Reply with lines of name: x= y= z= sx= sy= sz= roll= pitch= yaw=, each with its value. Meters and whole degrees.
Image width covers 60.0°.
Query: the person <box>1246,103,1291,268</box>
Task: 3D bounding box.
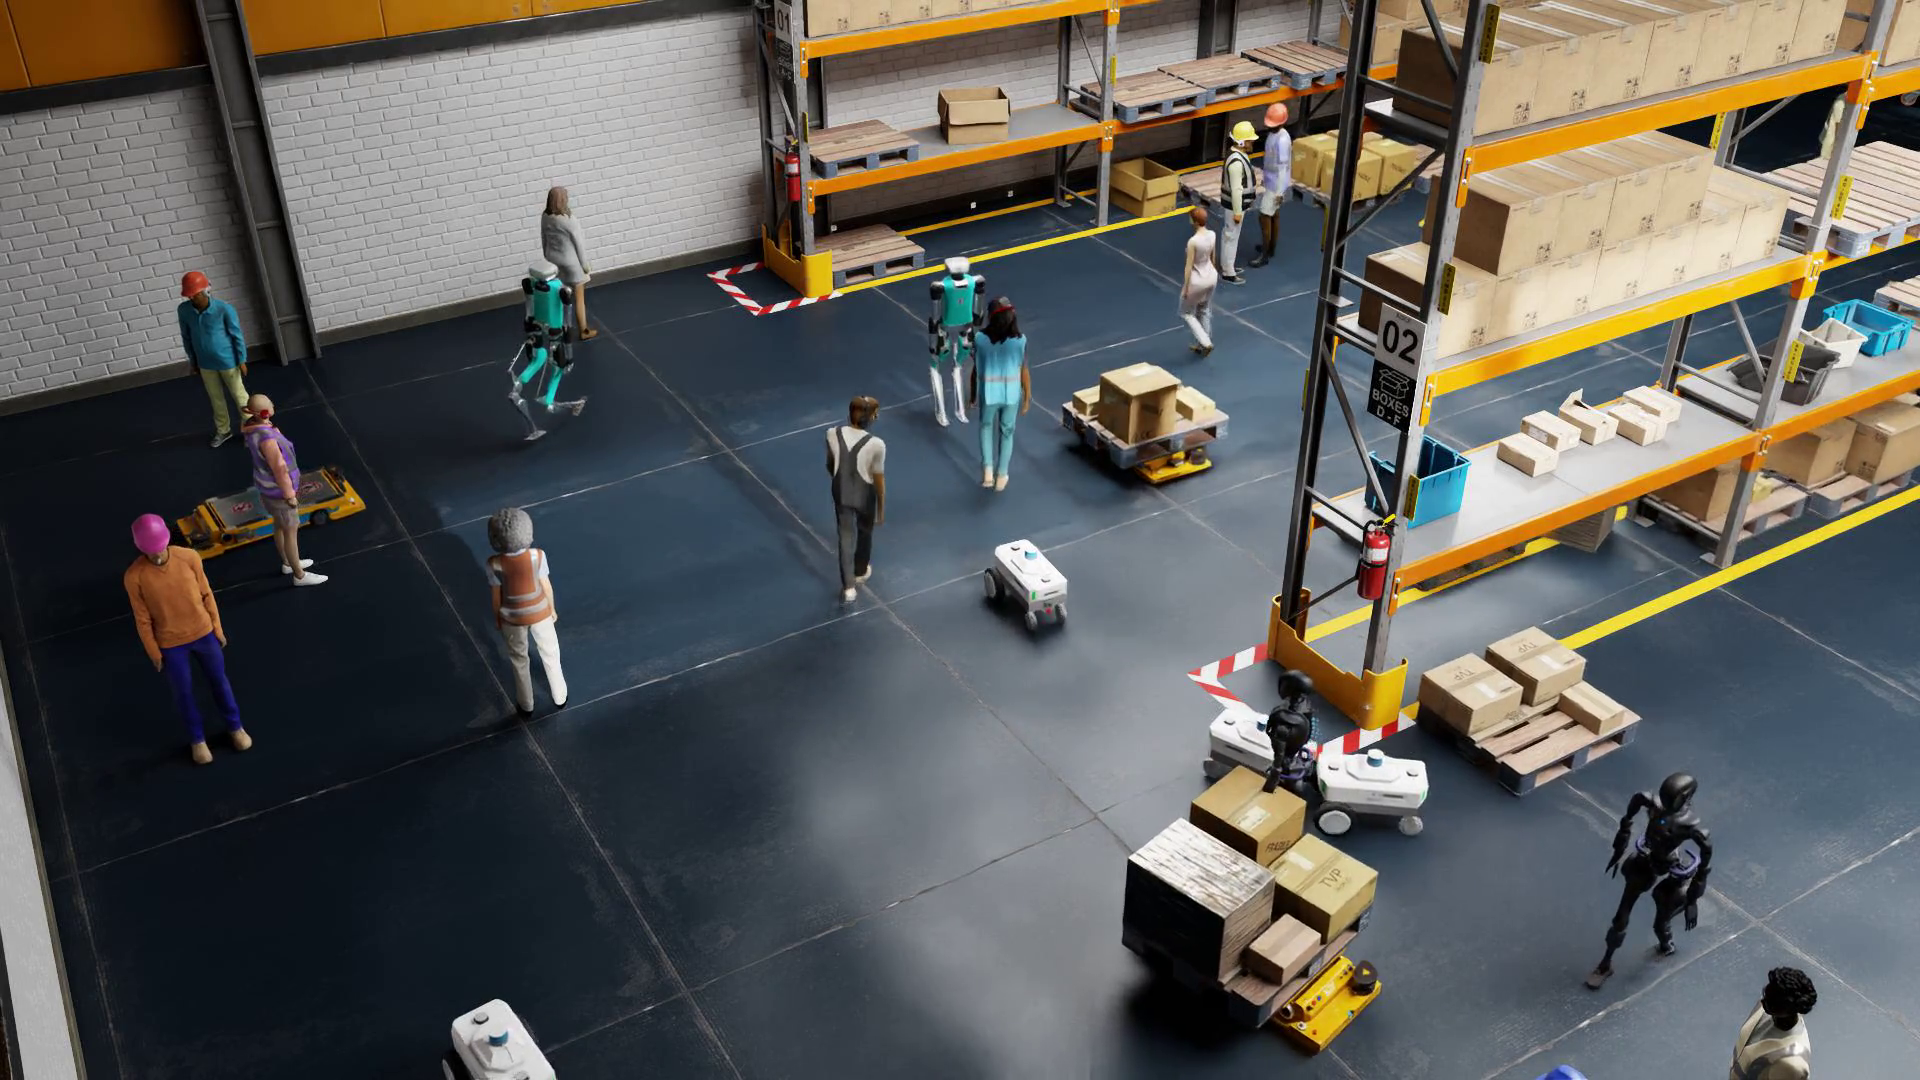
person: x=3.543 y=-4.089 z=19.080 sx=0.448 sy=1.910 sz=0.675 roll=1 pitch=32 yaw=2

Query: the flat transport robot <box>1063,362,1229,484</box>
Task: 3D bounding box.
flat transport robot: x=1.666 y=-0.972 z=15.635 sx=0.659 sy=0.231 sz=1.431 roll=-17 pitch=36 yaw=-25

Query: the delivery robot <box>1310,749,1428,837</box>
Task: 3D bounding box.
delivery robot: x=2.736 y=1.664 z=11.160 sx=0.789 sy=0.593 sz=0.499 roll=4 pitch=32 yaw=6

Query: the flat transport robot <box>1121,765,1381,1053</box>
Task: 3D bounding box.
flat transport robot: x=1.769 y=2.494 z=10.107 sx=1.431 sy=0.231 sz=0.659 roll=27 pitch=41 yaw=36

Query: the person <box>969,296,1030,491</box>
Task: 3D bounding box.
person: x=0.350 y=-1.264 z=14.605 sx=0.551 sy=1.854 sz=0.438 roll=2 pitch=32 yaw=4

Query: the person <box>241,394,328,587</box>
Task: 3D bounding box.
person: x=-5.479 y=-0.403 z=13.384 sx=0.345 sy=1.694 sz=0.482 roll=-23 pitch=39 yaw=-31

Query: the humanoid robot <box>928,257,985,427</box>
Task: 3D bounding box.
humanoid robot: x=-0.096 y=-1.919 z=15.718 sx=0.531 sy=1.744 sz=0.697 roll=-10 pitch=34 yaw=-16

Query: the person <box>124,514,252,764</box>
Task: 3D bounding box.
person: x=-5.337 y=0.662 z=11.430 sx=0.516 sy=1.974 sz=0.398 roll=-23 pitch=39 yaw=-32

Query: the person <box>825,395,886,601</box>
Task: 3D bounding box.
person: x=-0.813 y=-0.334 z=13.194 sx=0.515 sy=1.810 sz=0.657 roll=6 pitch=33 yaw=9

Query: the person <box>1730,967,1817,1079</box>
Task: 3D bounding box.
person: x=3.983 y=2.779 z=8.314 sx=0.320 sy=1.690 sz=0.532 roll=5 pitch=32 yaw=8

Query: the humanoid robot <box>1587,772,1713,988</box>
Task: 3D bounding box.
humanoid robot: x=4.082 y=1.937 z=9.722 sx=0.690 sy=1.622 sz=0.612 roll=-22 pitch=38 yaw=-31

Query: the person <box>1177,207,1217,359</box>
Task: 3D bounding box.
person: x=2.473 y=-2.591 z=16.918 sx=0.477 sy=1.642 sz=0.440 roll=-23 pitch=39 yaw=-32

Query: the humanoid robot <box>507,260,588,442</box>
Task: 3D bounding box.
humanoid robot: x=-3.880 y=-1.685 z=15.389 sx=0.562 sy=1.734 sz=1.037 roll=14 pitch=35 yaw=21

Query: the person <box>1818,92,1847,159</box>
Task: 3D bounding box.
person: x=10.818 y=-4.780 z=20.256 sx=0.569 sy=1.810 sz=0.868 roll=-21 pitch=38 yaw=-30

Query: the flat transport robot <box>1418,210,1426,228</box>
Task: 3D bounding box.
flat transport robot: x=6.298 y=-4.070 z=20.574 sx=0.659 sy=0.231 sz=1.431 roll=23 pitch=39 yaw=32

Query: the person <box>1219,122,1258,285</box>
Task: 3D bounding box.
person: x=3.114 y=-3.793 z=18.661 sx=0.404 sy=1.833 sz=0.589 roll=3 pitch=32 yaw=5

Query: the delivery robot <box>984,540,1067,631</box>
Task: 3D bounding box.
delivery robot: x=0.555 y=0.317 z=13.315 sx=0.499 sy=0.601 sz=0.805 roll=-14 pitch=35 yaw=-21

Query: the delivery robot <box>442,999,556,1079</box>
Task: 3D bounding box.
delivery robot: x=-2.505 y=2.896 z=9.189 sx=0.525 sy=0.587 sz=0.738 roll=-22 pitch=38 yaw=-31

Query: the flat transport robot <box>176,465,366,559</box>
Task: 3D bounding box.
flat transport robot: x=-6.003 y=-0.253 z=14.488 sx=1.431 sy=0.231 sz=0.659 roll=-21 pitch=38 yaw=-29

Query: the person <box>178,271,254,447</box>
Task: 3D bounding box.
person: x=-6.862 y=-1.663 z=15.337 sx=0.564 sy=1.750 sz=0.340 roll=3 pitch=32 yaw=4

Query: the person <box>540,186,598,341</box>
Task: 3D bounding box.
person: x=-4.110 y=-2.898 z=17.393 sx=0.496 sy=1.659 sz=0.337 roll=11 pitch=34 yaw=17

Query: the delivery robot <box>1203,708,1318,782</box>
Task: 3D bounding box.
delivery robot: x=2.083 y=1.463 z=11.460 sx=0.756 sy=0.571 sz=0.499 roll=21 pitch=38 yaw=30

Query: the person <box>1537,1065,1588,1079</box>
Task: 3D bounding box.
person: x=2.671 y=3.104 z=7.724 sx=0.473 sy=1.771 sz=0.324 roll=-20 pitch=37 yaw=-29

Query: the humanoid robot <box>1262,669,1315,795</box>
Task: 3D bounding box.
humanoid robot: x=1.955 y=1.494 z=10.372 sx=0.411 sy=1.658 sz=0.595 roll=13 pitch=35 yaw=20

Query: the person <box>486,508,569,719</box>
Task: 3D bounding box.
person: x=-3.114 y=0.530 z=11.898 sx=0.436 sy=1.689 sz=0.306 roll=-11 pitch=34 yaw=-16
